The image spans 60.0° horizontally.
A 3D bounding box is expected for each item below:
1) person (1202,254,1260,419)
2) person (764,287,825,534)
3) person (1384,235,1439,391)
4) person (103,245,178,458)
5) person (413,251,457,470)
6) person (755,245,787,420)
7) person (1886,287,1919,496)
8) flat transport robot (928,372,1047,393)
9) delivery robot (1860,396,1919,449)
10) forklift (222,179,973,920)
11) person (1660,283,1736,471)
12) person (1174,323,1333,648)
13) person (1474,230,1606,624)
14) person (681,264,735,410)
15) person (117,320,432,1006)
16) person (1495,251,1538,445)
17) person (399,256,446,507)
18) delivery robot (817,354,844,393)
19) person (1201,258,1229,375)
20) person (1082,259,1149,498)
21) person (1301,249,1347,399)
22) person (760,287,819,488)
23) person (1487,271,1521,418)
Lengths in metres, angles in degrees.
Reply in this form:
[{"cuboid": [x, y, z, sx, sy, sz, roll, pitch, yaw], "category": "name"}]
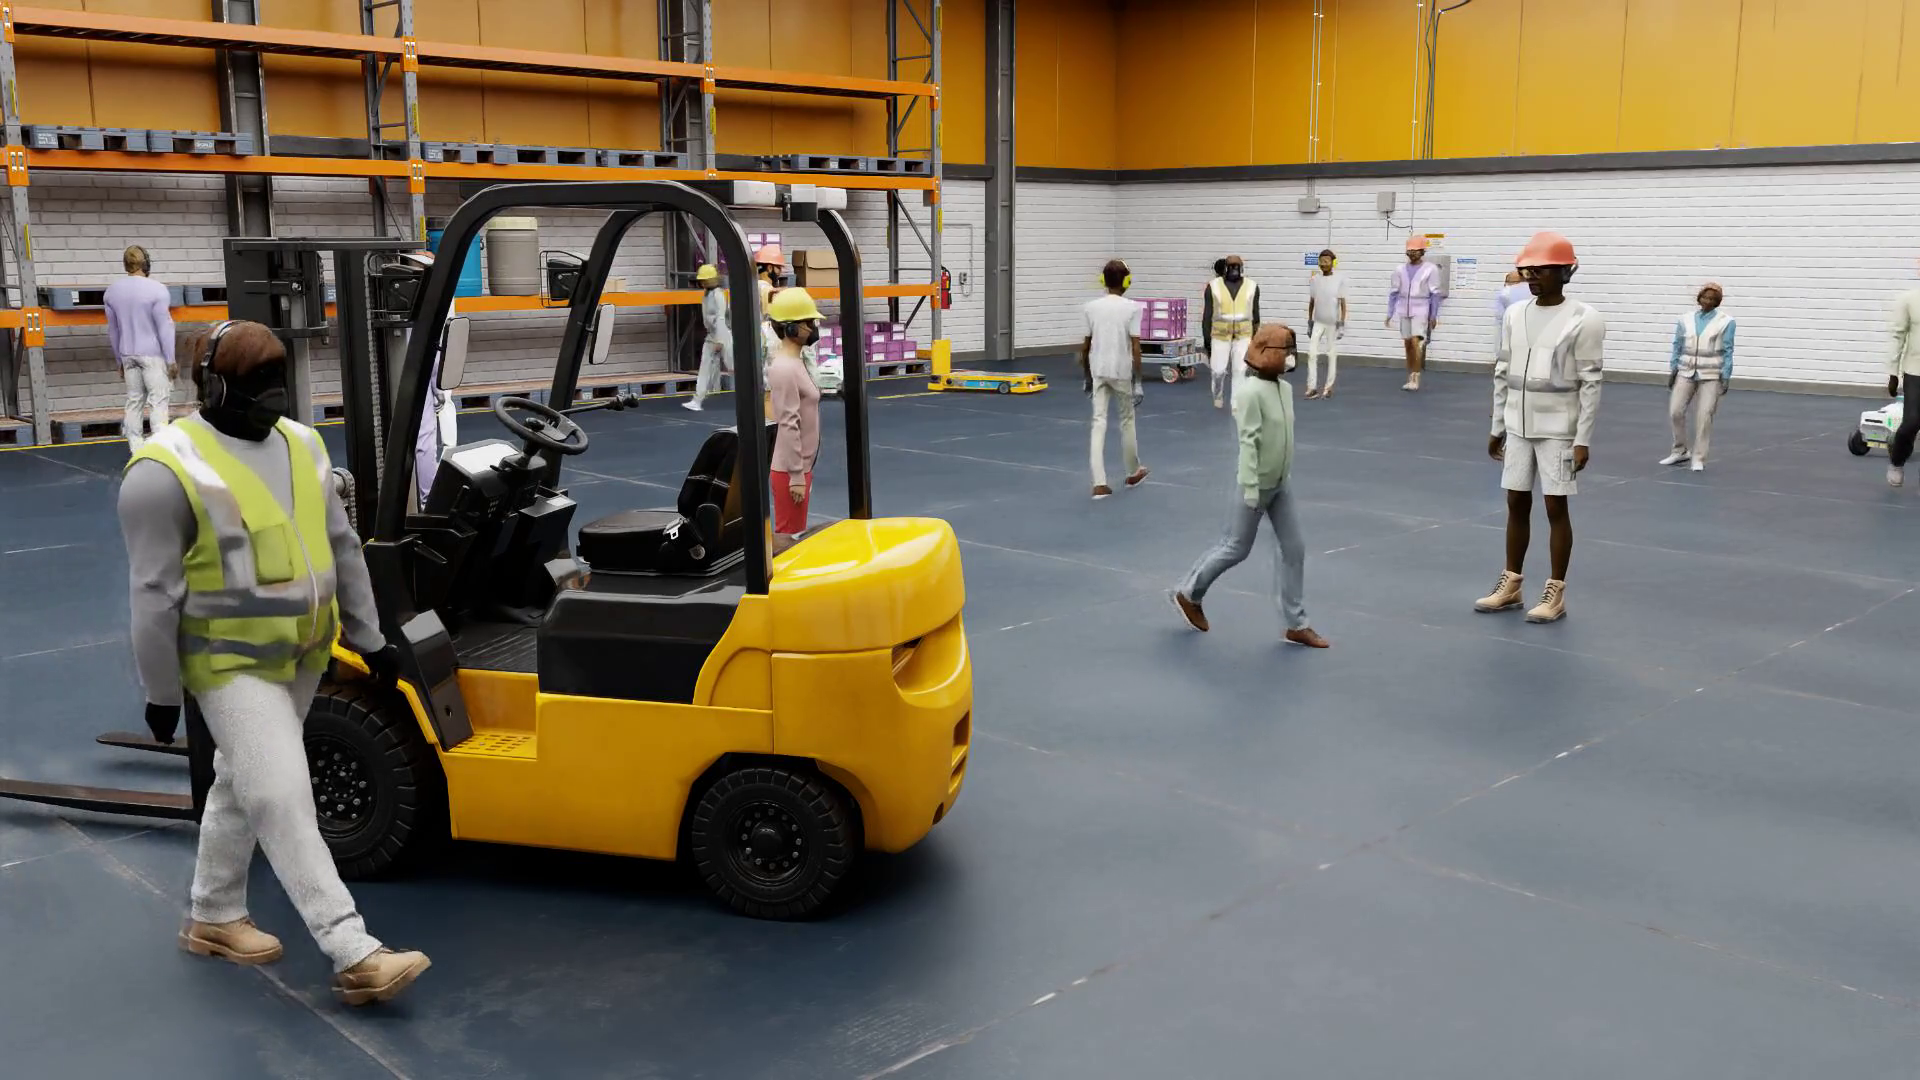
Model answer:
[{"cuboid": [3.028, -2.281, 18.594, 0.631, 1.826, 0.678, 1, 10, 4], "category": "person"}, {"cuboid": [-0.801, -0.343, 8.156, 0.301, 1.772, 0.524, -1, 10, -3], "category": "person"}, {"cuboid": [5.836, -2.933, 21.576, 0.633, 2.016, 0.680, 9, 14, 42], "category": "person"}, {"cuboid": [-7.073, -1.578, 14.432, 0.628, 1.939, 0.369, 3, 11, 15], "category": "person"}, {"cuboid": [-4.561, -1.527, 14.304, 0.576, 1.883, 0.354, 7, 12, 32], "category": "person"}, {"cuboid": [-1.719, -1.685, 15.017, 0.358, 1.937, 0.544, -5, 12, -27], "category": "person"}, {"cuboid": [7.482, -1.298, 12.799, 0.617, 1.974, 0.500, 3, 11, 15], "category": "person"}, {"cuboid": [0.358, -2.056, 21.584, 1.431, 0.197, 0.652, 3, 11, 18], "category": "flat transport robot"}, {"cuboid": [8.586, -1.070, 15.179, 0.707, 0.478, 0.477, -4, 11, -23], "category": "delivery robot"}, {"cuboid": [-1.114, -0.058, 5.440, 2.313, 2.155, 1.214, 2, 11, 13], "category": "forklift"}, {"cuboid": [6.382, -1.402, 14.349, 0.401, 1.617, 0.594, -9, 14, -40], "category": "person"}, {"cuboid": [1.468, -0.283, 8.281, 0.801, 1.605, 0.503, 9, 13, 39], "category": "person"}, {"cuboid": [3.037, -0.585, 8.724, 0.386, 2.045, 0.605, -7, 13, -34], "category": "person"}, {"cuboid": [-2.785, -2.339, 19.267, 0.919, 1.691, 0.523, -7, 13, -35], "category": "person"}, {"cuboid": [-1.792, 0.325, 4.419, 0.943, 1.792, 0.641, 4, 11, 20], "category": "person"}, {"cuboid": [5.387, -1.830, 15.933, 0.541, 1.903, 0.948, 8, 13, 36], "category": "person"}, {"cuboid": [-3.954, -1.067, 11.741, 0.641, 1.905, 0.410, -3, 11, -15], "category": "person"}, {"cuboid": [-1.570, -2.059, 20.570, 0.477, 0.478, 0.707, 1, 10, 7], "category": "delivery robot"}, {"cuboid": [3.752, -3.237, 24.149, 0.395, 1.687, 0.532, 2, 11, 9], "category": "person"}, {"cuboid": [1.235, -1.275, 13.057, 0.554, 1.830, 0.913, 5, 11, 23], "category": "person"}, {"cuboid": [4.496, -2.649, 20.523, 0.542, 1.841, 0.765, 6, 12, 30], "category": "person"}, {"cuboid": [-1.440, -1.199, 13.269, 0.546, 1.604, 0.789, 5, 12, 27], "category": "person"}, {"cuboid": [6.071, -2.134, 18.291, 0.277, 1.633, 0.507, -3, 11, -18], "category": "person"}]
